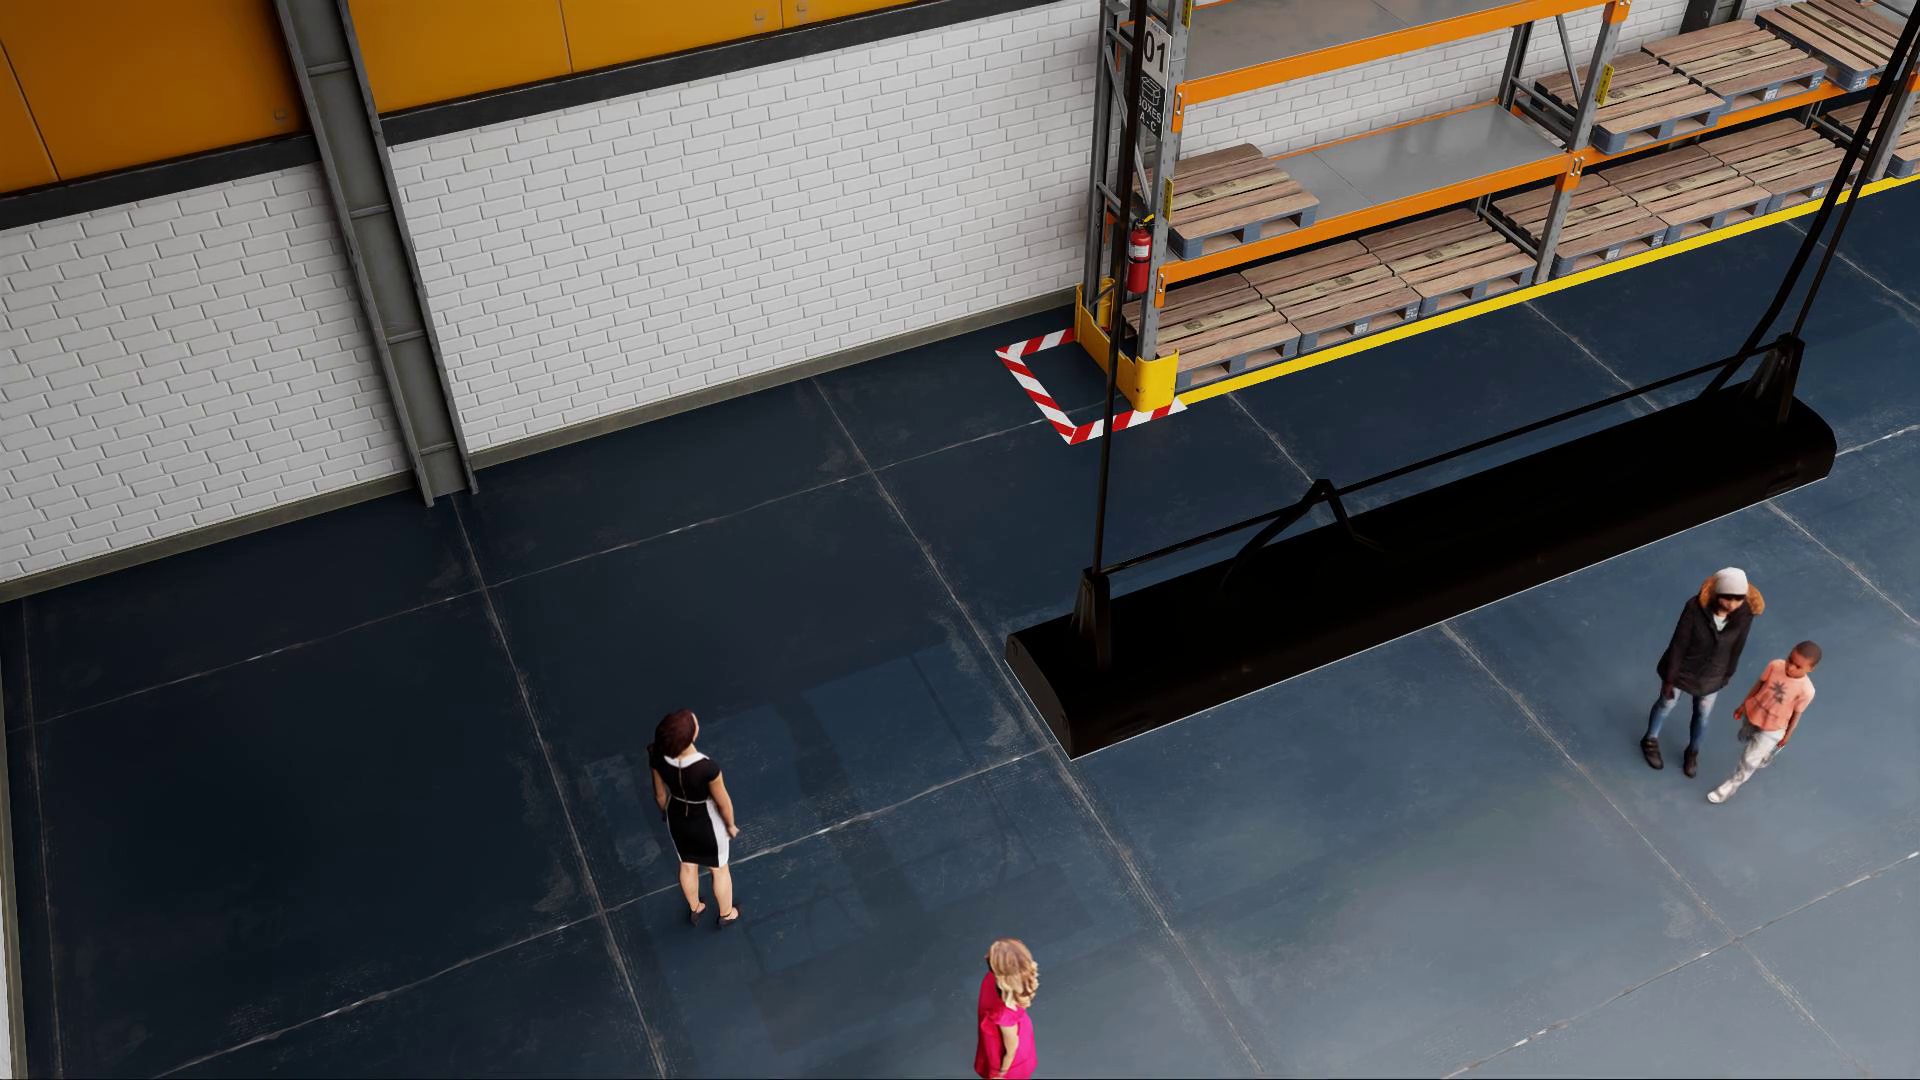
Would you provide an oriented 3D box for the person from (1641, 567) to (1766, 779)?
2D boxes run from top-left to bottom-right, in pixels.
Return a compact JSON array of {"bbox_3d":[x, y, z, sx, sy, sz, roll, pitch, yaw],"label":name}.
[{"bbox_3d":[4.513,0.744,10.278,0.765,1.629,0.830,4,44,4],"label":"person"}]

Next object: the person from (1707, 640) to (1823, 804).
[{"bbox_3d":[4.984,1.064,10.185,0.833,1.294,0.489,-17,46,-17],"label":"person"}]

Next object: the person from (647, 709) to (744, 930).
[{"bbox_3d":[-1.468,1.581,9.280,0.635,1.795,0.713,11,45,11],"label":"person"}]

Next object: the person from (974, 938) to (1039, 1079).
[{"bbox_3d":[0.246,2.517,8.345,0.692,1.728,0.664,5,44,5],"label":"person"}]
